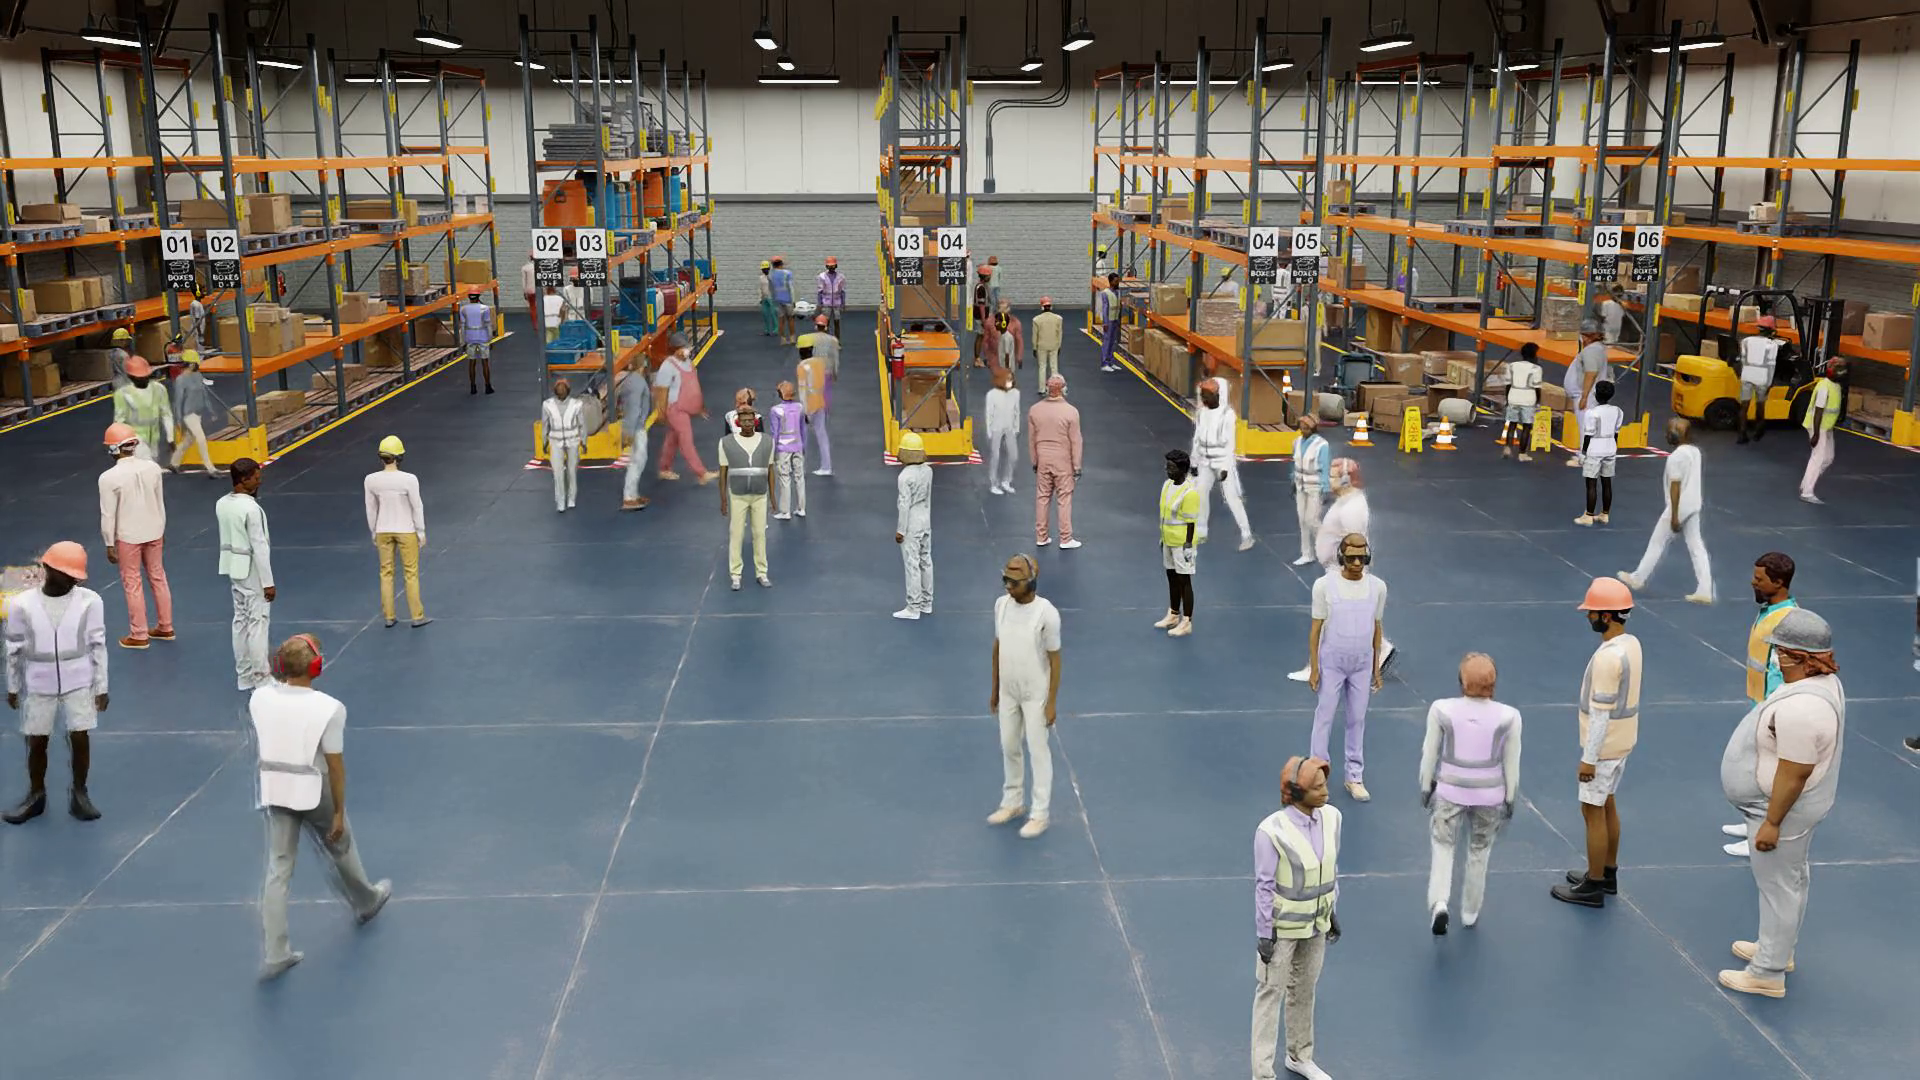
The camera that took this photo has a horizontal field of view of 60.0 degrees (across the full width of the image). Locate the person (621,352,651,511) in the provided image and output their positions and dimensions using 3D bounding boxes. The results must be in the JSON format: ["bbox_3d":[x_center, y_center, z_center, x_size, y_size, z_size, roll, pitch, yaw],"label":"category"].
[{"bbox_3d":[-3.934,-1.324,20.198,0.483,1.897,0.715,-4,14,-15],"label":"person"}]

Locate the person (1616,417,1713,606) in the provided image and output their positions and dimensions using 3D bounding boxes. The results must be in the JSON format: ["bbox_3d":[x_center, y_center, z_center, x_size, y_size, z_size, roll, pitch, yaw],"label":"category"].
[{"bbox_3d":[6.911,-0.295,16.069,0.519,1.785,1.001,-9,16,-33],"label":"person"}]

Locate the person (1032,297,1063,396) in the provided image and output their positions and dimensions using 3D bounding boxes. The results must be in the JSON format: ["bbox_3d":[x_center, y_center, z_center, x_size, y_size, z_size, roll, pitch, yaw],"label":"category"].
[{"bbox_3d":[1.536,-3.432,29.470,0.554,1.735,0.379,-3,14,-11],"label":"person"}]

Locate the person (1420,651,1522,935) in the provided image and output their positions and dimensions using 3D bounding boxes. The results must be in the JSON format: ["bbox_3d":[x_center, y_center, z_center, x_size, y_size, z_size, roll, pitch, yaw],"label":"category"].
[{"bbox_3d":[2.798,1.418,9.157,0.526,1.623,0.565,4,14,17],"label":"person"}]

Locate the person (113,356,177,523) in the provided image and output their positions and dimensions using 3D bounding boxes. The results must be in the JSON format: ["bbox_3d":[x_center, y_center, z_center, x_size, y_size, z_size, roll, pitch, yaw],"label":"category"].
[{"bbox_3d":[-9.621,-1.194,19.541,0.968,1.969,0.641,8,15,30],"label":"person"}]

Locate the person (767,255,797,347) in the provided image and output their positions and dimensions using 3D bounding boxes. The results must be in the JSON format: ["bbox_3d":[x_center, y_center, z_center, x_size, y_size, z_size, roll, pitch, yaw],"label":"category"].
[{"bbox_3d":[-3.928,-5.291,36.803,0.696,1.978,0.694,3,14,11],"label":"person"}]

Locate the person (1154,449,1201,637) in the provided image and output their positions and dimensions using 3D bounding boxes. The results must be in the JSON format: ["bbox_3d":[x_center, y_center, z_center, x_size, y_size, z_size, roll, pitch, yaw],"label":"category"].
[{"bbox_3d":[1.959,0.019,14.944,0.319,1.693,0.532,-5,14,-21],"label":"person"}]

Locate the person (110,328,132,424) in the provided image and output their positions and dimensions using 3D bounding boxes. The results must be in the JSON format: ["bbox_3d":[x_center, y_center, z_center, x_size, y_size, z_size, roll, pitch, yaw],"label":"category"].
[{"bbox_3d":[-12.248,-2.233,24.396,0.483,1.734,0.342,12,18,41],"label":"person"}]

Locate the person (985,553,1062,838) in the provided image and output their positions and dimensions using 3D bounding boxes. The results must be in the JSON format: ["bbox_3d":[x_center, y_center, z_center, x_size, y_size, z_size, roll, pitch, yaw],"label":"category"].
[{"bbox_3d":[0.404,0.974,10.565,0.515,1.842,0.328,11,17,39],"label":"person"}]

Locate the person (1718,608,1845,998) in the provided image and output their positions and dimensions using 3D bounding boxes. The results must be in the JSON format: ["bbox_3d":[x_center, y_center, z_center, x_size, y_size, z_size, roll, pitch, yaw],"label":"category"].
[{"bbox_3d":[4.221,1.336,8.608,0.538,2.000,0.684,9,16,34],"label":"person"}]

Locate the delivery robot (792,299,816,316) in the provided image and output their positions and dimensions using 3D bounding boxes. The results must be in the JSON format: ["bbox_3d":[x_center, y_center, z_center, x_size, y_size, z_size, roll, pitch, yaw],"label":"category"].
[{"bbox_3d":[-3.994,-5.872,42.126,0.707,0.478,0.477,10,16,36],"label":"delivery robot"}]

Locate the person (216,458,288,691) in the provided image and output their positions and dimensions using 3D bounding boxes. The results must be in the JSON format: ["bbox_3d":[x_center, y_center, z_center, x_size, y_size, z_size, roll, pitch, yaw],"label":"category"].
[{"bbox_3d":[-5.689,0.293,13.301,0.588,1.913,0.391,11,17,38],"label":"person"}]

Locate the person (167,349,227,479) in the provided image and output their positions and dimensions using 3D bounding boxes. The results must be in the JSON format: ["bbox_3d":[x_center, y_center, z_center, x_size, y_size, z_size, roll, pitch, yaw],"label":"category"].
[{"bbox_3d":[-10.204,-1.677,22.057,0.907,1.716,0.522,1,13,5],"label":"person"}]

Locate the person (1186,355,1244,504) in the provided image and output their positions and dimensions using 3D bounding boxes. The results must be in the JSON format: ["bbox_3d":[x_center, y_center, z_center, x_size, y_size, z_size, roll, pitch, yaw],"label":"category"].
[{"bbox_3d":[3.123,-1.357,20.488,0.581,1.835,1.024,-9,16,-34],"label":"person"}]

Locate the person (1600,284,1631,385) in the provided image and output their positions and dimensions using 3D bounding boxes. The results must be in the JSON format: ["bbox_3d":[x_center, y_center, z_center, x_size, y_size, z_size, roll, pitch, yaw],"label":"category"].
[{"bbox_3d":[12.151,-3.790,30.746,0.546,1.837,0.837,-4,14,-15],"label":"person"}]

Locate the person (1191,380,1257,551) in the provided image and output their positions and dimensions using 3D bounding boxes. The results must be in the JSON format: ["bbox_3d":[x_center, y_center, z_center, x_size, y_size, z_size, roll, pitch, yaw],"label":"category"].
[{"bbox_3d":[2.849,-0.816,18.116,0.545,1.865,0.806,-10,17,-37],"label":"person"}]

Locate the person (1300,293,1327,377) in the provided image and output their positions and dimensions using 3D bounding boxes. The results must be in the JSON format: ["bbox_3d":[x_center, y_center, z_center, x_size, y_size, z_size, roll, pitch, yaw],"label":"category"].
[{"bbox_3d":[6.818,-3.967,31.993,0.572,1.604,0.483,7,15,27],"label":"person"}]

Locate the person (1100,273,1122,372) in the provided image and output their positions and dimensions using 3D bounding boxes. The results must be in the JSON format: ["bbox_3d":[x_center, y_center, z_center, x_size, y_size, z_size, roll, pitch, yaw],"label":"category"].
[{"bbox_3d":[2.965,-4.285,32.681,0.391,1.920,0.587,8,16,31],"label":"person"}]

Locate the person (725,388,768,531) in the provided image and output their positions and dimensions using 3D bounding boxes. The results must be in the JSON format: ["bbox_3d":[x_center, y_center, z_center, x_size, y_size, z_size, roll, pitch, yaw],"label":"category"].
[{"bbox_3d":[-2.445,-0.915,19.004,0.525,1.639,0.307,7,15,26],"label":"person"}]

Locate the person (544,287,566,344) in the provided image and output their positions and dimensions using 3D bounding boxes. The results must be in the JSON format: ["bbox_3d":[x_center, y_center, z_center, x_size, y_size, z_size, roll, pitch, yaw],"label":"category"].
[{"bbox_3d":[-7.927,-4.107,32.247,0.586,1.787,0.909,0,13,0],"label":"person"}]

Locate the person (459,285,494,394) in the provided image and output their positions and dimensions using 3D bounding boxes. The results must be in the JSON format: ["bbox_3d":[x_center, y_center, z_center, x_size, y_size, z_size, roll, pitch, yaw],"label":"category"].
[{"bbox_3d":[-8.577,-3.553,29.547,0.544,1.935,0.361,-2,13,-7],"label":"person"}]

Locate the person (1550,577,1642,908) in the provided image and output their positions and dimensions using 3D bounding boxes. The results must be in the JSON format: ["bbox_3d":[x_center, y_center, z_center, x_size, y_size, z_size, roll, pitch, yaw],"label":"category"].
[{"bbox_3d":[3.694,1.161,9.606,0.386,1.924,0.548,9,16,34],"label":"person"}]

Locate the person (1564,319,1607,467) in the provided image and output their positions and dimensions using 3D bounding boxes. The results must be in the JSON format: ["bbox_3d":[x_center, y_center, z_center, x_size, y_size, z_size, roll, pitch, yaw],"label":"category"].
[{"bbox_3d":[8.574,-2.028,22.860,0.536,2.000,0.688,7,15,29],"label":"person"}]

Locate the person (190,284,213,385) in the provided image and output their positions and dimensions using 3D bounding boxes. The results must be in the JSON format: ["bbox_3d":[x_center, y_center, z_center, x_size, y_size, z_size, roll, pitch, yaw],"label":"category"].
[{"bbox_3d":[-14.025,-3.785,30.692,0.331,1.862,0.508,-6,15,-24],"label":"person"}]

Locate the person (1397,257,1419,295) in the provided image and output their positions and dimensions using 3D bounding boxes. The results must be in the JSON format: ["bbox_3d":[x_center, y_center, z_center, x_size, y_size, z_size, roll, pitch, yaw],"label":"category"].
[{"bbox_3d":[10.404,-5.688,38.821,0.429,1.837,0.629,-5,14,-22],"label":"person"}]

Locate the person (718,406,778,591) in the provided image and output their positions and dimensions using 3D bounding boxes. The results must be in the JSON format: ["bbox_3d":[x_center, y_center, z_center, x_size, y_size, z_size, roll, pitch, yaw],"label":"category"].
[{"bbox_3d":[-2.103,-0.427,16.508,0.583,1.841,0.374,-5,14,-21],"label":"person"}]

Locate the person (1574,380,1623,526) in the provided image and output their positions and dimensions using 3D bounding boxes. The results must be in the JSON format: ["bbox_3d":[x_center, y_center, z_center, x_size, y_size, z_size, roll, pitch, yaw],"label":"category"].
[{"bbox_3d":[7.394,-1.001,19.247,0.535,1.697,0.318,-6,15,-24],"label":"person"}]

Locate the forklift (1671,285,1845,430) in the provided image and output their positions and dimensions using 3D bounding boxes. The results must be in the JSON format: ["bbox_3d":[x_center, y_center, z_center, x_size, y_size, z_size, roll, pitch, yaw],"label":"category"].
[{"bbox_3d":[12.503,-2.886,26.166,2.313,2.155,1.214,-1,13,-3],"label":"forklift"}]

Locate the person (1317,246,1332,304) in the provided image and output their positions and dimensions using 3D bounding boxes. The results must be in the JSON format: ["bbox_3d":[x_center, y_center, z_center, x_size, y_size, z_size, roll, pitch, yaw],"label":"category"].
[{"bbox_3d":[9.421,-6.684,43.052,0.587,1.823,0.404,0,13,1],"label":"person"}]

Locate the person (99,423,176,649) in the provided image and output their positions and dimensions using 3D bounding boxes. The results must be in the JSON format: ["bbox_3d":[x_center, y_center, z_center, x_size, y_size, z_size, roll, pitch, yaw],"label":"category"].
[{"bbox_3d":[-7.231,-0.041,14.572,0.400,1.986,0.606,7,15,27],"label":"person"}]

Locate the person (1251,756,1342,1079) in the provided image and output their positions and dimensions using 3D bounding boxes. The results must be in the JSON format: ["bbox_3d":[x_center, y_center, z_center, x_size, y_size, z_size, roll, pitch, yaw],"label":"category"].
[{"bbox_3d":[1.540,1.768,7.627,0.515,1.645,0.309,-9,16,-35],"label":"person"}]

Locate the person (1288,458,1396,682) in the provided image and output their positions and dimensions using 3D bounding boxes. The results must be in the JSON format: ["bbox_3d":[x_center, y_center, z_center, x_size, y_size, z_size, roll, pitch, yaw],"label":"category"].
[{"bbox_3d":[3.144,0.253,13.537,0.807,1.880,0.658,3,14,11],"label":"person"}]
